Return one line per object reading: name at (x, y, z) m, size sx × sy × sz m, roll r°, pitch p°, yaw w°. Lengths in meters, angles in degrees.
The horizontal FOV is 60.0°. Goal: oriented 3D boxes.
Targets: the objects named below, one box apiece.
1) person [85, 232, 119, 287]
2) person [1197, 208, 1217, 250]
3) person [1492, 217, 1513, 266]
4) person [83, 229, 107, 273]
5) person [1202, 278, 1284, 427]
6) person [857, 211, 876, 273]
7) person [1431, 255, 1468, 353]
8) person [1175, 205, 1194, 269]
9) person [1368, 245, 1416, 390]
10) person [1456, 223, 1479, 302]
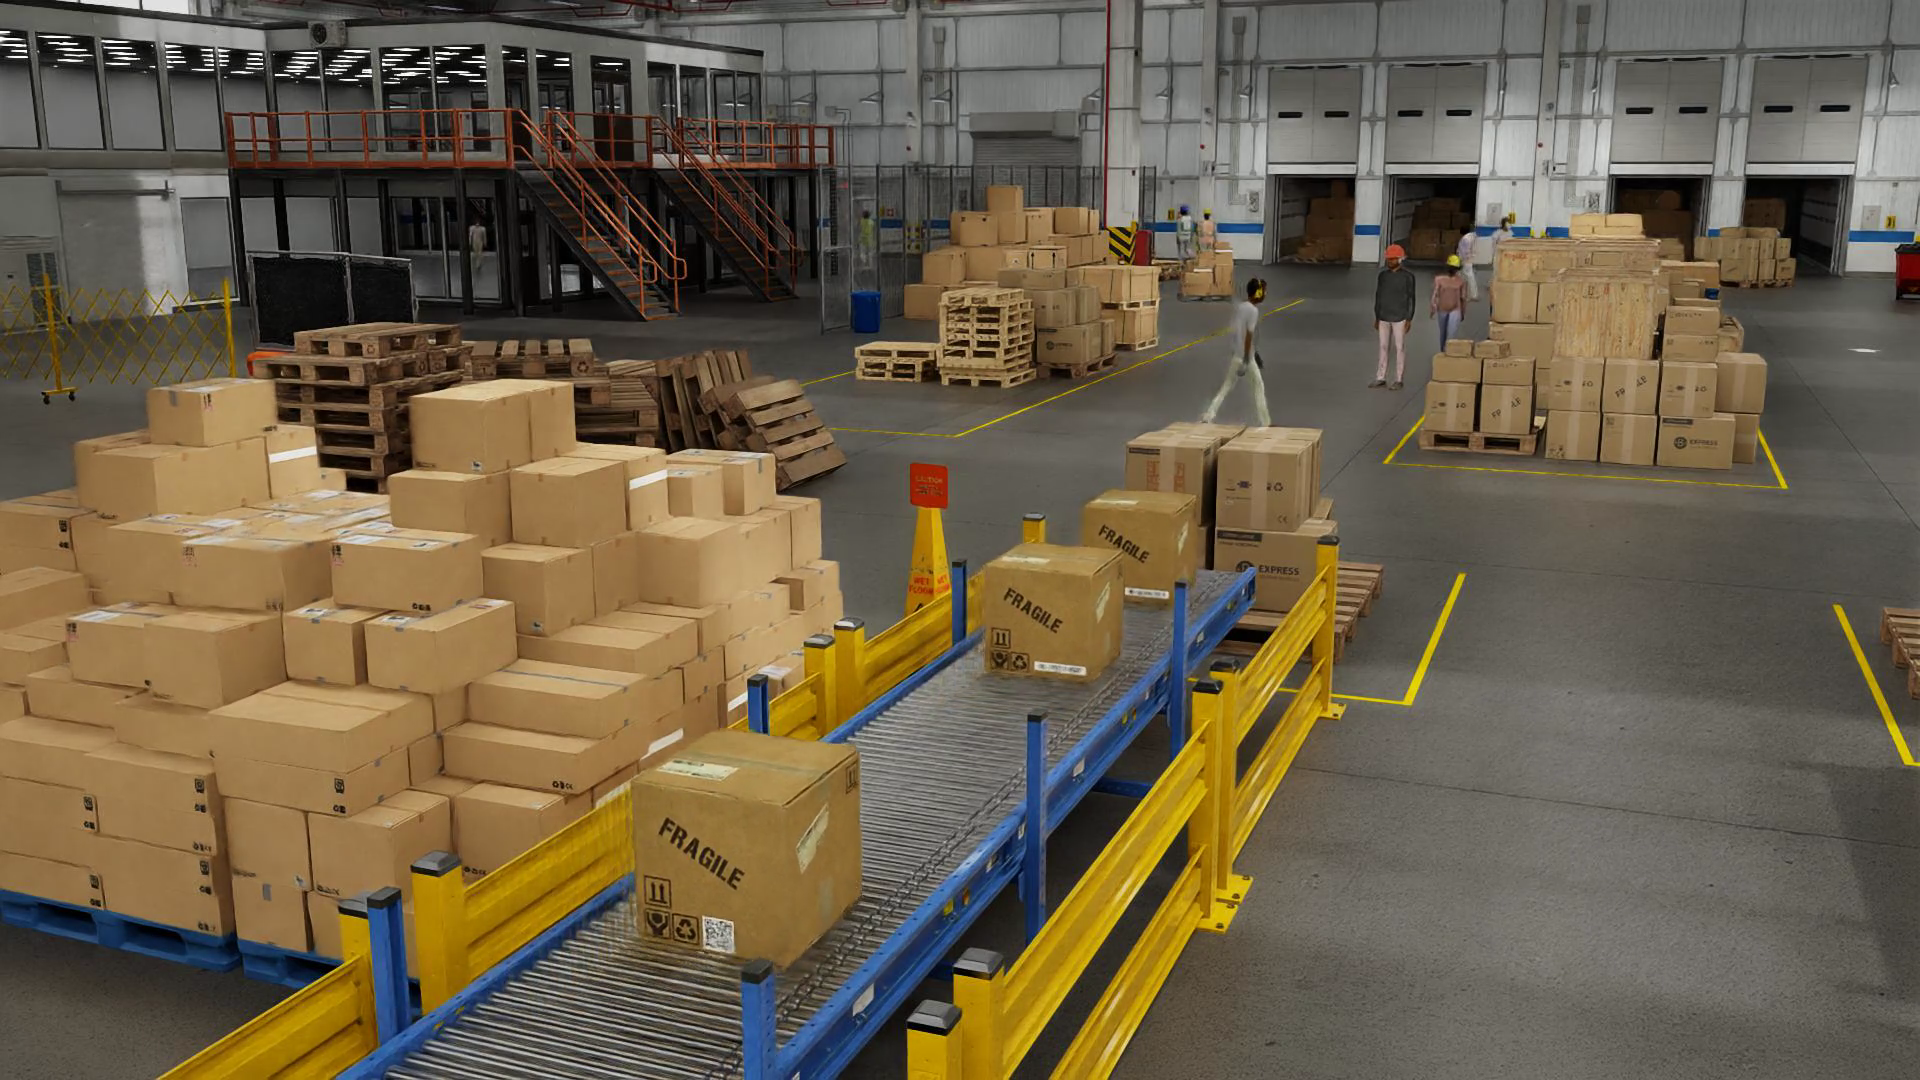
person at (-21.950, -7.280, 42.232) m, size 0.993 × 1.828 × 0.499 m, roll -1°, pitch 13°, yaw -5°
person at (7.096, -8.586, 47.906) m, size 0.589 × 1.910 × 0.427 m, roll -1°, pitch 13°, yaw -6°
person at (12.762, -6.635, 39.116) m, size 0.657 × 1.921 × 0.436 m, roll -8°, pitch 15°, yaw -31°
person at (-22.387, -7.517, 43.196) m, size 0.642 × 1.853 × 1.008 m, roll -3°, pitch 13°, yaw -12°
person at (3.211, -2.070, 18.940) m, size 1.050 × 1.809 × 0.480 m, roll -5°, pitch 13°, yaw -20°
person at (-2.719, -8.827, 49.221) m, size 0.676 × 1.797 × 0.845 m, roll -1°, pitch 13°, yaw -4°
person at (7.591, -3.563, 25.794) m, size 0.517 × 1.725 × 0.815 m, roll 5°, pitch 14°, yaw 22°
person at (6.871, -9.266, 50.882) m, size 0.625 × 1.936 × 0.526 m, roll -5°, pitch 14°, yaw -23°
person at (5.968, -3.060, 22.940) m, size 0.407 × 1.983 × 0.612 m, roll -10°, pitch 16°, yaw -39°
person at (11.524, -6.367, 38.192) m, size 0.992 × 1.791 × 0.645 m, roll 6°, pitch 14°, yaw 26°
